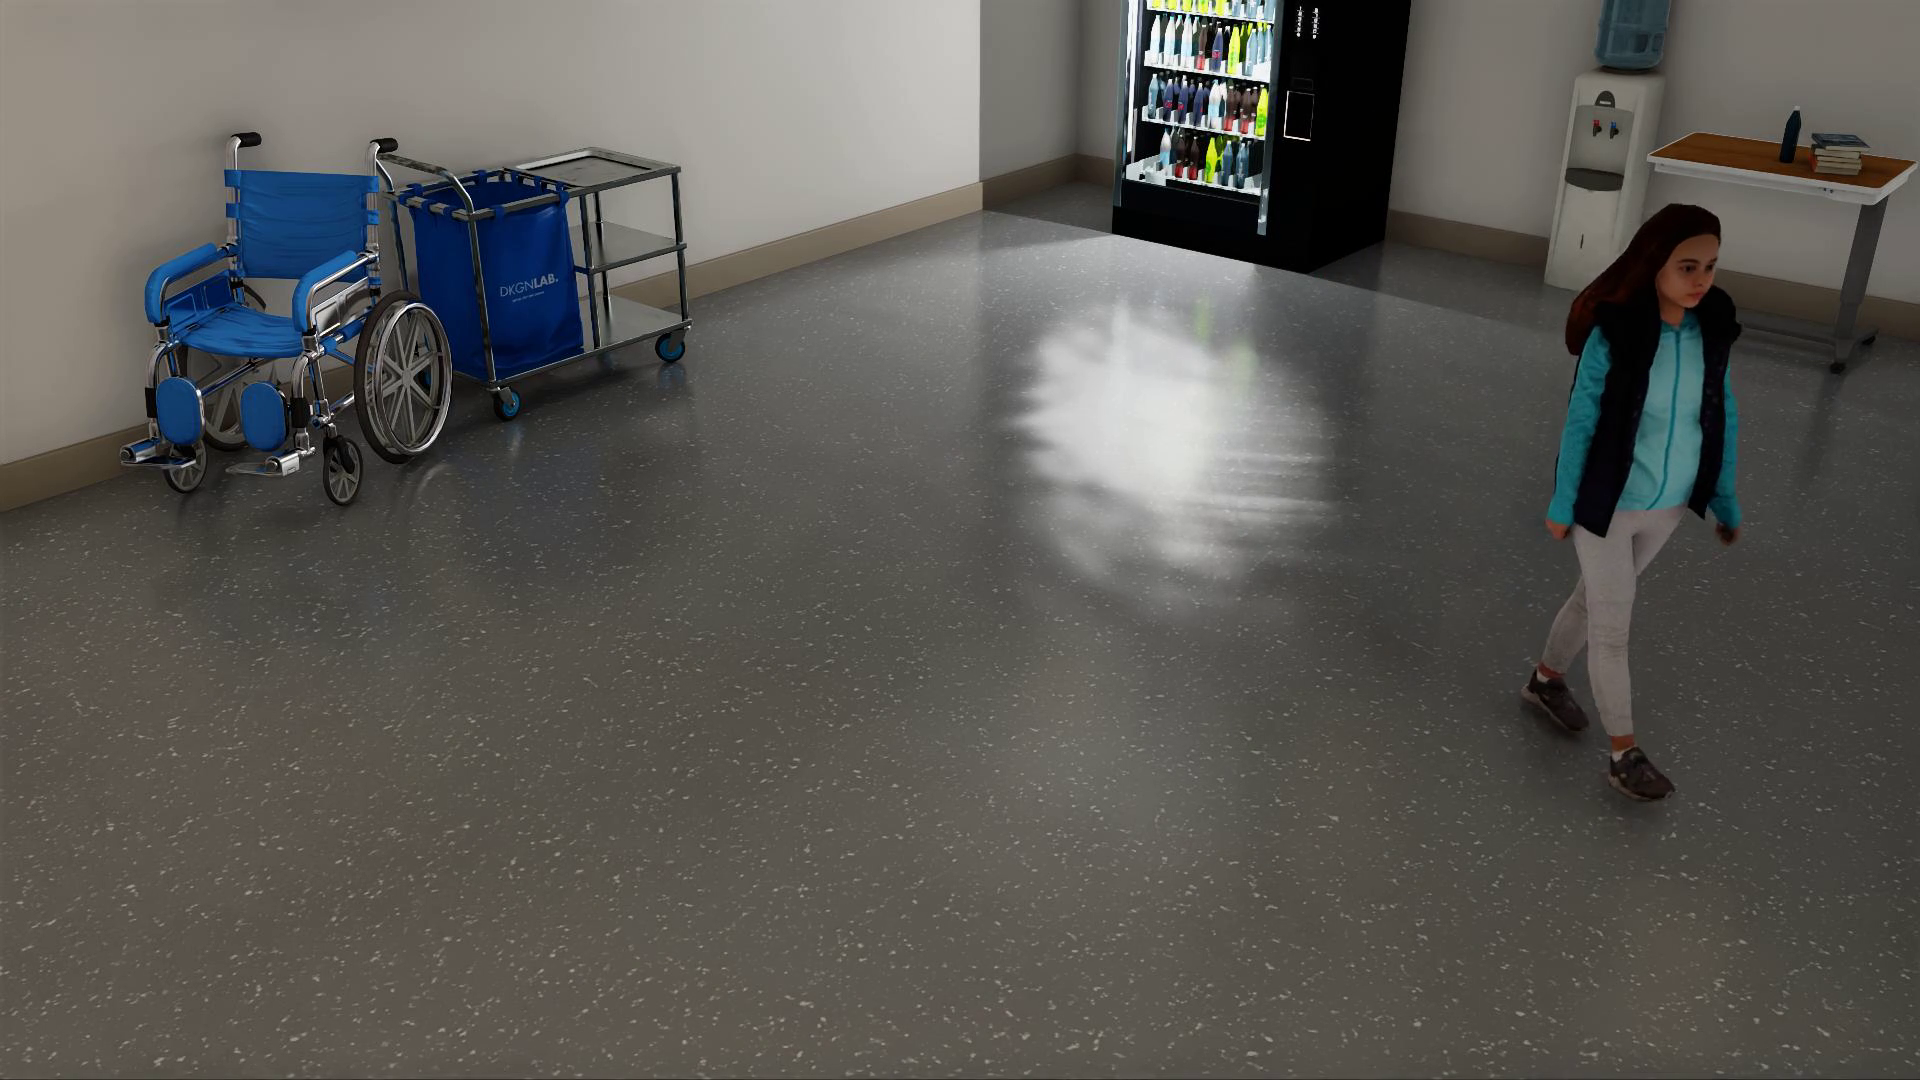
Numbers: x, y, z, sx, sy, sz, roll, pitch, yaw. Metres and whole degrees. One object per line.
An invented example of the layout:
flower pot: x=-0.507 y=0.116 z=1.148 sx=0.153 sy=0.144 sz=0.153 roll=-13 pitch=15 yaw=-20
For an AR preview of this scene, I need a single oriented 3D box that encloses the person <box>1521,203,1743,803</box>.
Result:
person: x=1.660 y=-0.136 z=4.246 sx=0.855 sy=1.471 sz=0.994 roll=-9 pitch=27 yaw=-18
